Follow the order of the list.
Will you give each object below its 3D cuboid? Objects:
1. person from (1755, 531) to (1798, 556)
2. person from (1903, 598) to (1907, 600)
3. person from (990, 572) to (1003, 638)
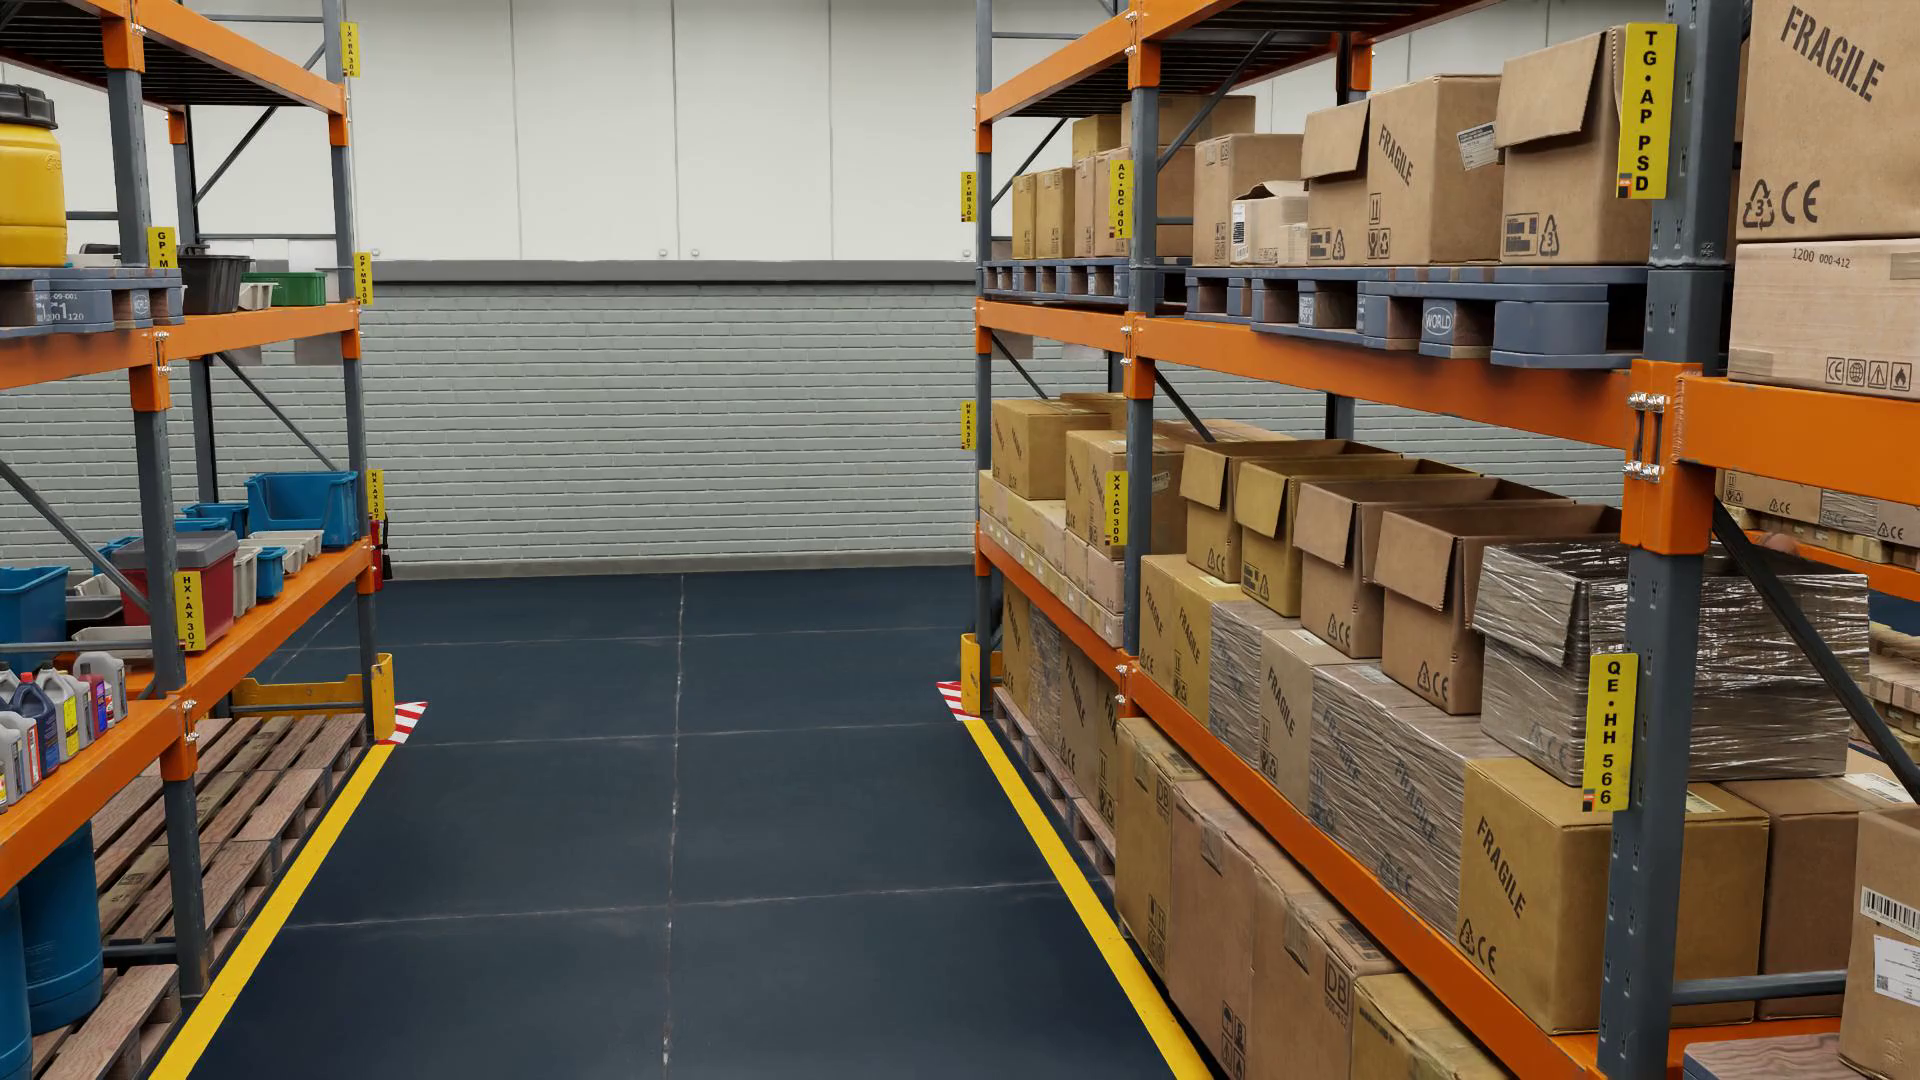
[{"bbox_3d":[4.413,0.752,9.160,0.541,1.615,0.649,0,9,-1],"label":"person"},{"bbox_3d":[8.942,-0.329,15.177,0.888,1.830,0.538,7,11,36],"label":"person"},{"bbox_3d":[0.470,0.058,12.443,1.018,1.951,0.624,2,9,13],"label":"person"}]
